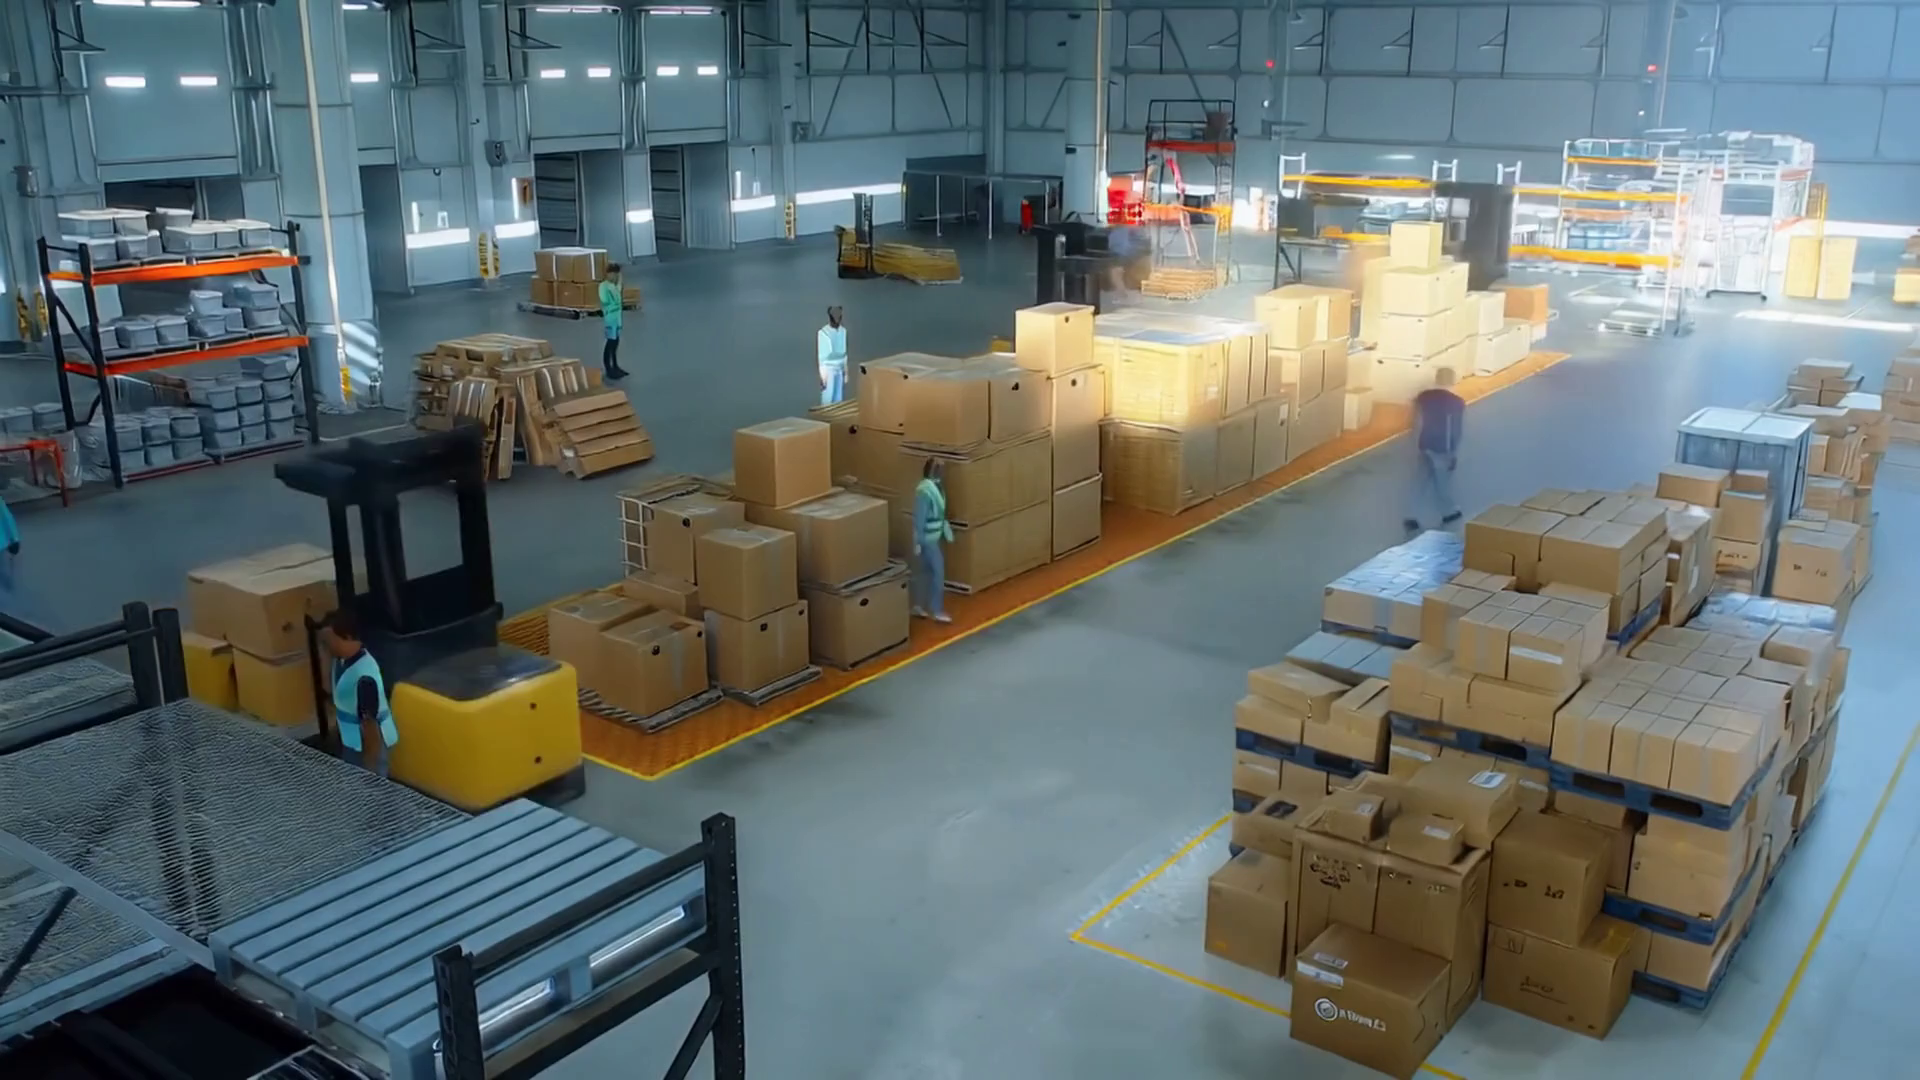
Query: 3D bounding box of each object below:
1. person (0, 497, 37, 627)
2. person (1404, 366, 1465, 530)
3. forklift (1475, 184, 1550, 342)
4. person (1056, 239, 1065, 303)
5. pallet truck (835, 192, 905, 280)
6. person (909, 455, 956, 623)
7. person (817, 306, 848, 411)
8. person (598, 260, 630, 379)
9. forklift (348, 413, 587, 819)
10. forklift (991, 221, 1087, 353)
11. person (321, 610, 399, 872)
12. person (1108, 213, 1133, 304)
[{"bbox_3d":[-8.953,0.051,15.300,0.535,1.879,0.621,-5,17,-15],"label":"person"},{"bbox_3d":[5.433,-1.051,18.957,1.005,1.891,0.644,-15,22,-41],"label":"person"},{"bbox_3d":[9.924,-5.165,30.877,1.873,2.768,1.129,12,21,35],"label":"forklift"},{"bbox_3d":[1.905,-4.529,30.403,0.397,1.920,0.576,-10,19,-30],"label":"person"},{"bbox_3d":[-1.936,-7.159,38.982,1.885,1.965,0.823,-12,21,-34],"label":"pallet truck"},{"bbox_3d":[-0.246,-0.016,15.985,0.584,1.610,0.529,4,17,12],"label":"person"},{"bbox_3d":[-1.762,-2.334,23.222,0.351,1.878,0.568,12,21,35],"label":"person"},{"bbox_3d":[-5.712,-3.633,27.402,0.347,1.943,0.545,4,17,15],"label":"person"},{"bbox_3d":[-3.768,0.534,12.006,1.873,2.768,1.129,12,21,35],"label":"forklift"},{"bbox_3d":[1.463,-3.273,24.612,1.873,2.768,1.129,12,21,35],"label":"forklift"},{"bbox_3d":[-3.924,1.355,10.950,0.406,1.910,0.591,-11,20,-32],"label":"person"},{"bbox_3d":[3.403,-5.886,34.920,0.644,1.918,0.638,-15,22,-41],"label":"person"}]
